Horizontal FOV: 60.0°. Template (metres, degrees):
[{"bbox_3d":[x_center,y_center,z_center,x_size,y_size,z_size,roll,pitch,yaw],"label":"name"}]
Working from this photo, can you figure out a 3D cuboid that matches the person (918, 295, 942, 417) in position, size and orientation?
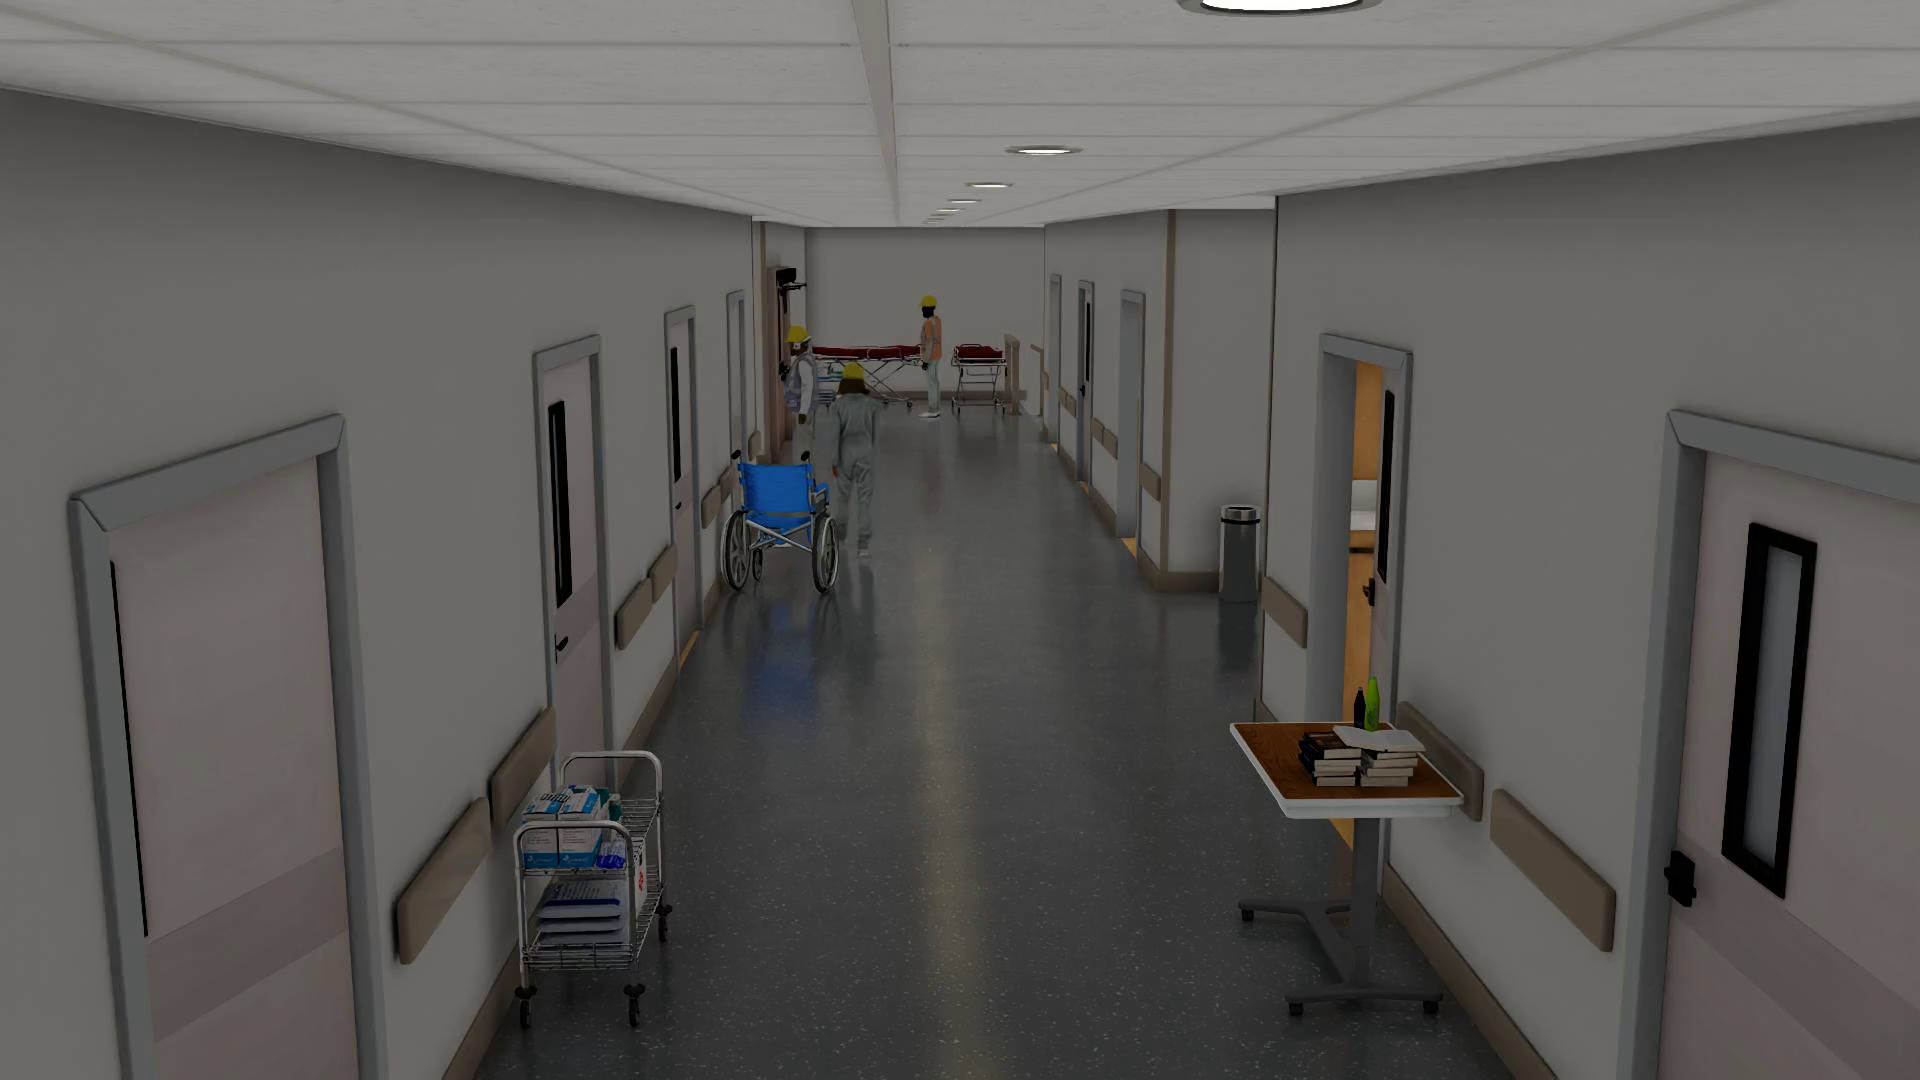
[{"bbox_3d":[-0.473,-2.903,26.341,0.360,1.930,0.587,2,10,12],"label":"person"}]

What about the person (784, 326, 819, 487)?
[{"bbox_3d":[-1.793,-1.507,18.841,0.403,1.828,0.594,-1,10,-5],"label":"person"}]

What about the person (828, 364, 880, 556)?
[{"bbox_3d":[-0.943,-0.725,14.892,0.475,1.677,0.972,-2,10,-11],"label":"person"}]
